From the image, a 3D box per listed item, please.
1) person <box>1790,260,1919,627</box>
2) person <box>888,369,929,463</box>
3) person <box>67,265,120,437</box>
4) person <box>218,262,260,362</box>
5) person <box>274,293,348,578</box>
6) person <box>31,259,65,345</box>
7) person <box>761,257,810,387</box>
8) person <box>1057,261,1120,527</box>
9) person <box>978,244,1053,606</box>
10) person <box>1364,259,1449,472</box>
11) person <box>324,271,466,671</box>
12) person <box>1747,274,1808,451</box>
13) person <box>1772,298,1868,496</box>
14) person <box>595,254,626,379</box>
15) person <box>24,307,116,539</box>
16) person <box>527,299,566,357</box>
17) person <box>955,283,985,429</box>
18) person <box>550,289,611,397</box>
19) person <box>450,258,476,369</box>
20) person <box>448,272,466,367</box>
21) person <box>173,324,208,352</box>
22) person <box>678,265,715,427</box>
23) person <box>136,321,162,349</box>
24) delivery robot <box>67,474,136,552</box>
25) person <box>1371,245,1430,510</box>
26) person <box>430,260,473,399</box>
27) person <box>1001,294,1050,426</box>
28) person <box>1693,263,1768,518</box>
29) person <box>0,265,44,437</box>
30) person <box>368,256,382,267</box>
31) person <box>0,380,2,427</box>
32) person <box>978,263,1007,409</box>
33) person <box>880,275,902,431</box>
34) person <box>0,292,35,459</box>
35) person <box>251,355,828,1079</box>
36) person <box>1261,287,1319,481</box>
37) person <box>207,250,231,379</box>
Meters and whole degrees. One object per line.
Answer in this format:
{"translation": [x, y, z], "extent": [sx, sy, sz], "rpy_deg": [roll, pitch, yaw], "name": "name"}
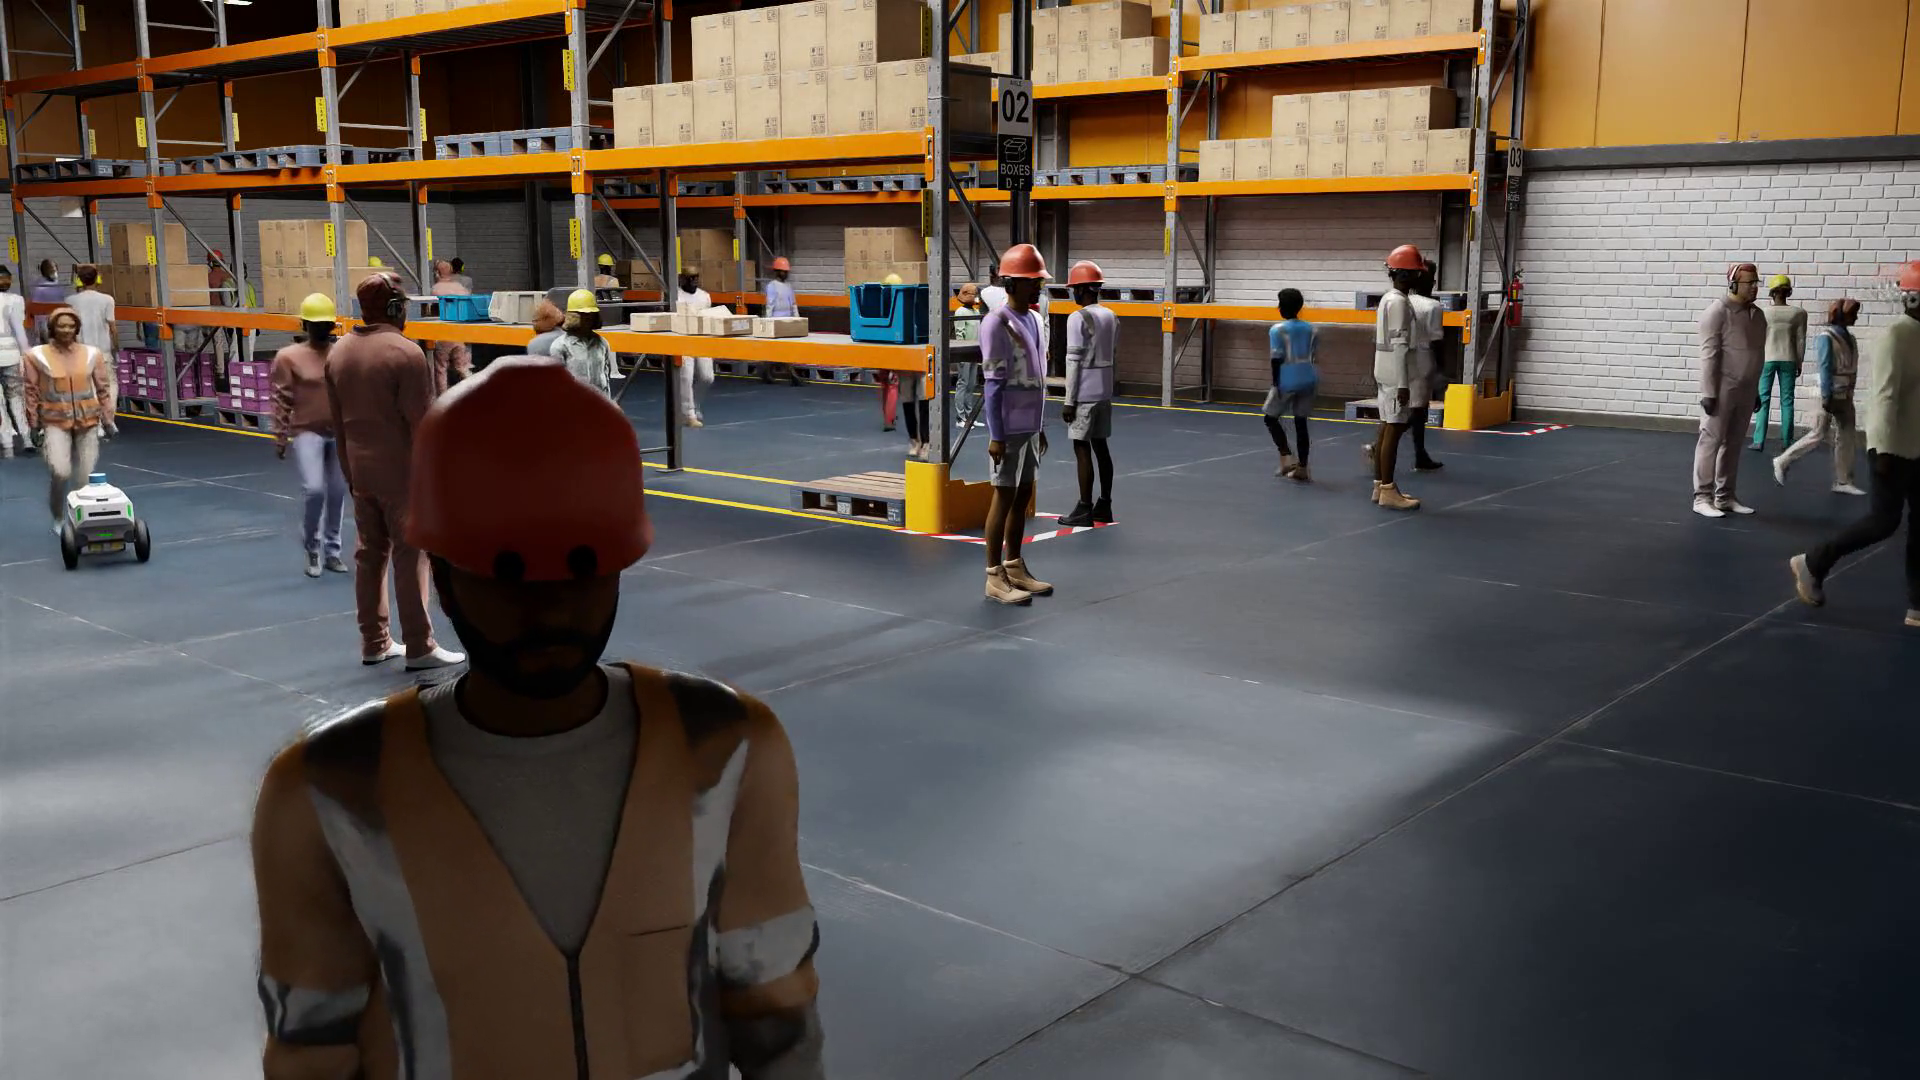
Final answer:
{"translation": [5.003, -0.518, 8.917], "extent": [0.628, 1.971, 0.828], "rpy_deg": [-7, 12, -35], "name": "person"}
{"translation": [-0.413, -1.593, 15.909], "extent": [0.533, 1.666, 0.749], "rpy_deg": [2, 10, 9], "name": "person"}
{"translation": [-9.290, -2.022, 17.874], "extent": [0.508, 1.845, 0.406], "rpy_deg": [-2, 10, -12], "name": "person"}
{"translation": [-10.254, -3.060, 23.770], "extent": [0.429, 1.845, 0.622], "rpy_deg": [3, 10, 16], "name": "person"}
{"translation": [-3.910, -0.638, 10.257], "extent": [0.549, 1.746, 0.508], "rpy_deg": [-9, 13, -40], "name": "person"}
{"translation": [-13.214, -3.108, 23.982], "extent": [0.929, 1.892, 0.673], "rpy_deg": [1, 10, 4], "name": "person"}
{"translation": [-2.618, -3.203, 24.457], "extent": [0.953, 1.899, 0.555], "rpy_deg": [5, 11, 26], "name": "person"}
{"translation": [0.925, -1.064, 12.161], "extent": [0.382, 1.932, 0.541], "rpy_deg": [8, 13, 38], "name": "person"}
{"translation": [0.351, -0.657, 9.512], "extent": [0.381, 2.041, 0.616], "rpy_deg": [5, 11, 27], "name": "person"}
{"translation": [3.999, -1.532, 14.819], "extent": [0.880, 1.935, 0.615], "rpy_deg": [-4, 11, -19], "name": "person"}
{"translation": [-2.716, -0.325, 8.006], "extent": [0.638, 1.913, 0.407], "rpy_deg": [6, 11, 29], "name": "person"}
{"translation": [8.132, -1.759, 16.581], "extent": [0.523, 1.768, 0.318], "rpy_deg": [2, 10, 11], "name": "person"}
{"translation": [7.164, -1.189, 13.734], "extent": [0.518, 1.616, 0.686], "rpy_deg": [-6, 12, -32], "name": "person"}
{"translation": [-5.489, -3.457, 25.784], "extent": [0.585, 1.929, 0.377], "rpy_deg": [5, 11, 25], "name": "person"}
{"translation": [-6.063, -0.773, 11.360], "extent": [0.534, 1.620, 0.381], "rpy_deg": [-9, 13, -41], "name": "person"}
{"translation": [-3.241, -1.108, 13.309], "extent": [0.344, 1.619, 0.585], "rpy_deg": [8, 13, 38], "name": "person"}
{"translation": [0.105, -2.066, 18.704], "extent": [0.279, 1.632, 0.502], "rpy_deg": [5, 11, 25], "name": "person"}
{"translation": [-2.565, -0.839, 11.403], "extent": [0.320, 1.742, 0.492], "rpy_deg": [8, 13, 38], "name": "person"}
{"translation": [-8.427, -3.805, 27.968], "extent": [0.523, 1.860, 0.322], "rpy_deg": [0, 10, -2], "name": "person"}
{"translation": [-8.509, -3.721, 28.172], "extent": [0.566, 1.619, 0.622], "rpy_deg": [-9, 14, -43], "name": "person"}
{"translation": [-11.068, -3.045, 23.812], "extent": [0.621, 1.801, 0.651], "rpy_deg": [-8, 13, -38], "name": "person"}
{"translation": [-3.059, -2.193, 18.882], "extent": [0.632, 1.828, 0.454], "rpy_deg": [-8, 13, -38], "name": "person"}
{"translation": [-11.410, -3.032, 23.693], "extent": [0.580, 1.818, 0.647], "rpy_deg": [-9, 14, -43], "name": "person"}
{"translation": [-5.592, -0.188, 10.815], "extent": [0.477, 0.478, 0.707], "rpy_deg": [-6, 12, -31], "name": "delivery robot"}
{"translation": [3.426, -1.262, 12.958], "extent": [0.381, 2.043, 0.609], "rpy_deg": [1, 10, 5], "name": "person"}
{"translation": [-6.194, -2.472, 20.319], "extent": [0.738, 1.886, 0.656], "rpy_deg": [5, 11, 27], "name": "person"}
{"translation": [0.754, -2.201, 18.892], "extent": [0.596, 1.837, 0.404], "rpy_deg": [-3, 11, -19], "name": "person"}
{"translation": [5.855, -1.128, 12.582], "extent": [0.643, 1.910, 0.400], "rpy_deg": [-5, 11, -28], "name": "person"}
{"translation": [-10.106, -1.993, 17.709], "extent": [0.884, 1.831, 0.542], "rpy_deg": [7, 12, 36], "name": "person"}
{"translation": [-7.835, -2.852, 22.384], "extent": [0.595, 1.912, 0.439], "rpy_deg": [-9, 13, -41], "name": "person"}
{"translation": [-7.207, -0.948, 11.920], "extent": [0.590, 1.789, 0.916], "rpy_deg": [-7, 12, -35], "name": "person"}
{"translation": [0.485, -2.482, 20.458], "extent": [0.600, 1.865, 1.041], "rpy_deg": [-7, 12, -33], "name": "person"}
{"translation": [-0.744, -2.099, 18.646], "extent": [0.516, 1.715, 0.875], "rpy_deg": [3, 10, 16], "name": "person"}
{"translation": [-9.317, -1.723, 15.985], "extent": [0.624, 1.907, 0.506], "rpy_deg": [-7, 12, -36], "name": "person"}
{"translation": [-0.383, 0.780, 1.702], "extent": [0.562, 1.931, 0.542], "rpy_deg": [-5, 11, -26], "name": "person"}
{"translation": [2.882, -1.343, 14.448], "extent": [0.532, 1.686, 0.379], "rpy_deg": [-5, 11, -25], "name": "person"}
{"translation": [-11.517, -3.509, 25.891], "extent": [0.378, 1.995, 0.609], "rpy_deg": [7, 12, 33], "name": "person"}
